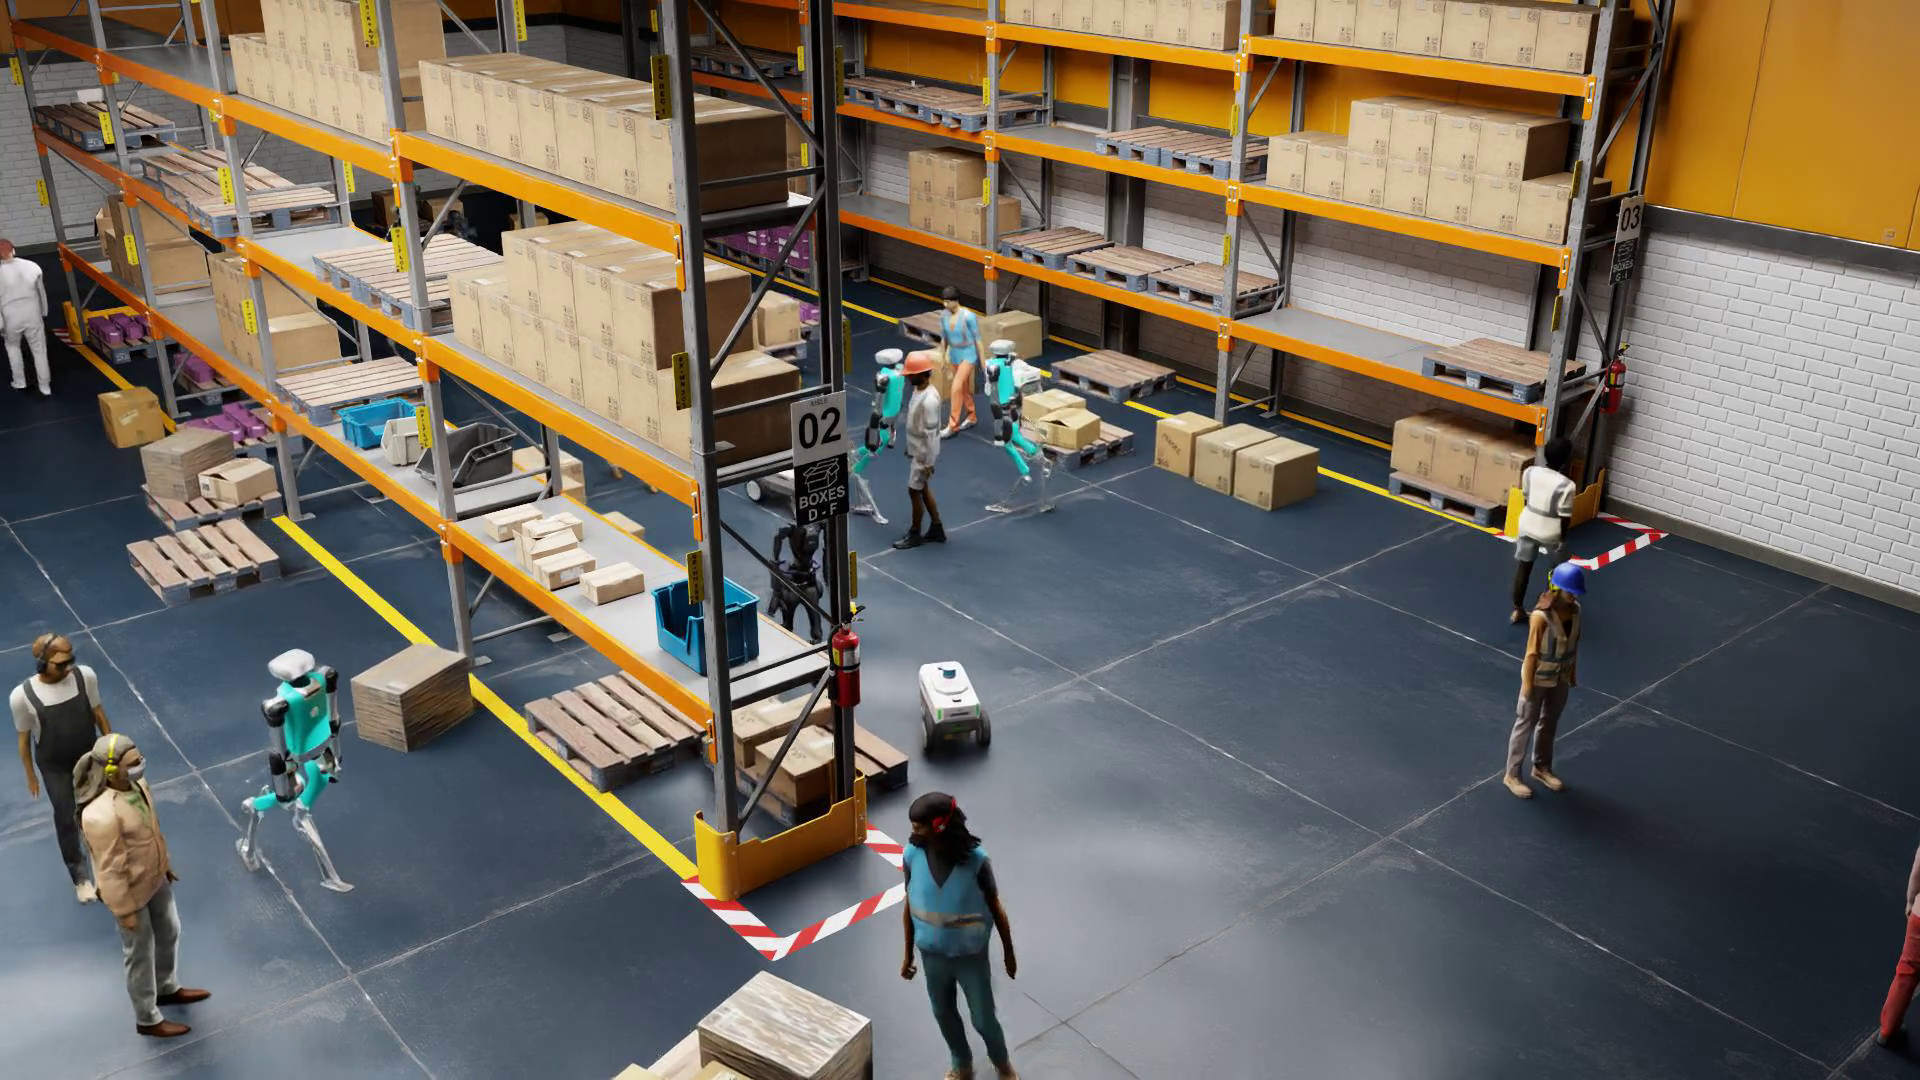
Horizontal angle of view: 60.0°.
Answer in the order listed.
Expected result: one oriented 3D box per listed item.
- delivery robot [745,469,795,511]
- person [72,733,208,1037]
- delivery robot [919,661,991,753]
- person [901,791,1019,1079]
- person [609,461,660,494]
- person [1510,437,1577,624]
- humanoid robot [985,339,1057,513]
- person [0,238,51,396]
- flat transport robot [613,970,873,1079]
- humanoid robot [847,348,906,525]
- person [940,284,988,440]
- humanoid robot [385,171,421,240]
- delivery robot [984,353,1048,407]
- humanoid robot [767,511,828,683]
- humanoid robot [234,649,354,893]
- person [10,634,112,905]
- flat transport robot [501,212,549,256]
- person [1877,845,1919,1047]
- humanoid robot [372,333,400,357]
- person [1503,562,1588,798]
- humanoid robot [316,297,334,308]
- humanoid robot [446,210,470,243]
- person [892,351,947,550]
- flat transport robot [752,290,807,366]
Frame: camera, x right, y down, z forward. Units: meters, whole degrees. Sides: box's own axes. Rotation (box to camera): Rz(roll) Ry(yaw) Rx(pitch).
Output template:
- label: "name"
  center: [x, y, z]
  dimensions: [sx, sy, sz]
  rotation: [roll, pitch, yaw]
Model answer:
- label: "delivery robot"
  center: [-1.750, -0.624, 16.717]
  dimensions: [0.791, 0.587, 0.499]
  rotation: [19, 30, 37]
- label: "person"
  center: [-4.576, 1.906, 9.221]
  dimensions: [0.394, 1.867, 0.557]
  rotation: [0, 23, 0]
- label: "delivery robot"
  center: [-0.075, 1.234, 12.449]
  dimensions: [0.499, 0.613, 0.807]
  rotation: [-5, 24, -11]
- label: "person"
  center: [-0.005, 2.150, 8.699]
  dimensions: [0.627, 1.837, 0.401]
  rotation: [7, 24, 16]
- label: "person"
  center: [-3.410, -1.326, 17.010]
  dimensions: [0.476, 1.614, 0.879]
  rotation: [-15, 28, -32]
- label: "person"
  center: [4.991, -0.089, 14.076]
  dimensions: [0.633, 1.677, 0.536]
  rotation: [-17, 29, -34]
- label: "humanoid robot"
  center: [0.697, -1.037, 16.247]
  dimensions: [0.875, 1.814, 0.546]
  rotation: [8, 25, 18]
- label: "person"
  center: [-11.201, -2.670, 19.810]
  dimensions: [0.645, 1.876, 0.814]
  rotation: [-18, 29, -36]
- label: "flat transport robot"
  center: [-1.206, 3.180, 8.279]
  dimensions: [1.431, 0.231, 0.659]
  rotation: [15, 27, 30]
- label: "humanoid robot"
  center: [-0.912, -1.045, 16.172]
  dimensions: [0.799, 1.731, 0.543]
  rotation: [10, 25, 22]
- label: "person"
  center: [-0.035, -1.975, 18.384]
  dimensions: [0.521, 1.731, 0.686]
  rotation: [18, 29, 35]
- label: "humanoid robot"
  center: [-8.124, -4.430, 24.076]
  dimensions: [0.712, 1.801, 0.543]
  rotation: [-20, 31, -39]
- label: "delivery robot"
  center: [0.641, -1.922, 19.721]
  dimensions: [0.499, 0.585, 0.765]
  rotation: [-18, 29, -36]
- label: "humanoid robot"
  center: [-1.248, 0.362, 13.071]
  dimensions: [0.592, 1.626, 0.732]
  rotation: [-17, 29, -34]
- label: "humanoid robot"
  center: [-4.344, 1.425, 10.519]
  dimensions: [1.016, 1.753, 0.562]
  rotation: [11, 26, 24]
- label: "person"
  center: [-5.617, 1.381, 10.488]
  dimensions: [0.550, 1.823, 0.518]
  rotation: [-20, 31, -39]
- label: "flat transport robot"
  center: [-6.304, -4.217, 25.408]
  dimensions: [0.659, 0.231, 1.431]
  rotation: [-10, 25, -21]
- label: "person"
  center: [5.370, 2.062, 8.992]
  dimensions: [0.340, 1.756, 0.516]
  rotation: [-18, 29, -36]
- label: "humanoid robot"
  center: [-7.345, -3.063, 21.019]
  dimensions: [0.751, 1.609, 0.613]
  rotation: [20, 30, 38]
- label: "person"
  center: [4.088, 0.961, 11.527]
  dimensions: [0.466, 1.770, 0.338]
  rotation: [-12, 26, -26]
- label: "humanoid robot"
  center: [-9.134, -4.081, 23.302]
  dimensions: [0.553, 1.759, 1.045]
  rotation: [-20, 30, -39]
- label: "humanoid robot"
  center: [-6.710, -3.574, 22.164]
  dimensions: [0.626, 1.639, 0.589]
  rotation: [6, 24, 13]
- label: "person"
  center: [-0.378, -0.833, 15.485]
  dimensions: [0.529, 1.925, 0.563]
  rotation: [-4, 24, -10]
- label: "flat transport robot"
  center: [-2.654, -2.169, 20.666]
  dimensions: [0.659, 0.231, 1.431]
  rotation: [-16, 28, -33]
